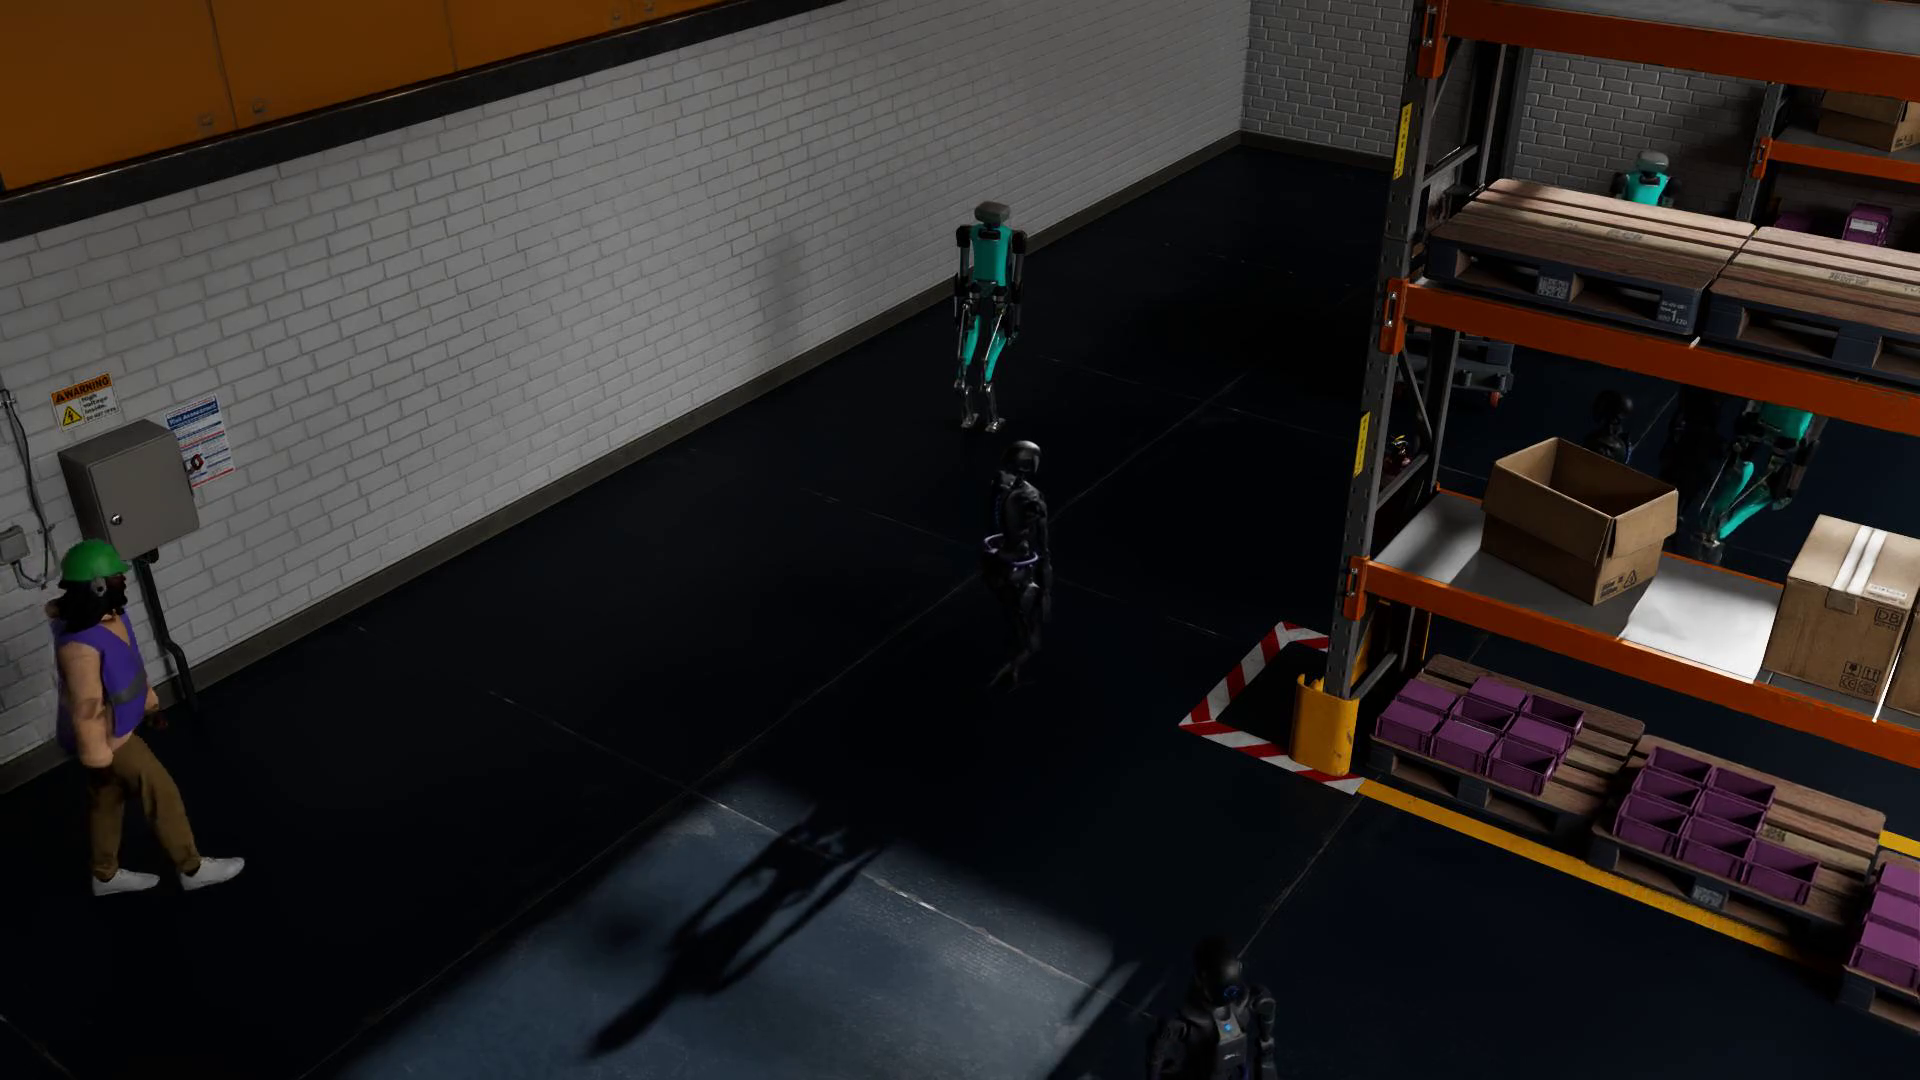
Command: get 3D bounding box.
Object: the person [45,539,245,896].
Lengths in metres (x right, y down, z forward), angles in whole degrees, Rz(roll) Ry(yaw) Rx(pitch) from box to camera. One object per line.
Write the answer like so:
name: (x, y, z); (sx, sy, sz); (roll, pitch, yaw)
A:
person: (-3.947, 0.876, 7.900); (0.806, 1.885, 0.571); (-10, 32, -17)

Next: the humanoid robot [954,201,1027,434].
humanoid robot: (0.158, -1.576, 12.206); (0.534, 1.693, 0.733); (8, 31, 14)

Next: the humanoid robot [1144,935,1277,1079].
humanoid robot: (0.873, 2.068, 6.113); (0.586, 1.650, 0.783); (-13, 33, -22)

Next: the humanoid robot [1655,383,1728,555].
humanoid robot: (4.577, -0.537, 10.564); (0.415, 1.652, 0.609); (2, 30, 3)

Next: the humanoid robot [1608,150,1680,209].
humanoid robot: (5.412, -2.161, 13.365); (0.533, 1.842, 0.673); (2, 30, 3)

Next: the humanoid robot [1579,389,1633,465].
humanoid robot: (3.815, -0.133, 9.860); (0.515, 1.635, 0.599); (17, 34, 26)

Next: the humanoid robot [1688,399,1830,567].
humanoid robot: (4.816, -0.344, 10.195); (0.775, 1.798, 0.565); (-18, 34, -28)

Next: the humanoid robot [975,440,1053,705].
humanoid robot: (0.254, 0.185, 9.319); (0.472, 1.644, 0.602); (-19, 35, -29)
